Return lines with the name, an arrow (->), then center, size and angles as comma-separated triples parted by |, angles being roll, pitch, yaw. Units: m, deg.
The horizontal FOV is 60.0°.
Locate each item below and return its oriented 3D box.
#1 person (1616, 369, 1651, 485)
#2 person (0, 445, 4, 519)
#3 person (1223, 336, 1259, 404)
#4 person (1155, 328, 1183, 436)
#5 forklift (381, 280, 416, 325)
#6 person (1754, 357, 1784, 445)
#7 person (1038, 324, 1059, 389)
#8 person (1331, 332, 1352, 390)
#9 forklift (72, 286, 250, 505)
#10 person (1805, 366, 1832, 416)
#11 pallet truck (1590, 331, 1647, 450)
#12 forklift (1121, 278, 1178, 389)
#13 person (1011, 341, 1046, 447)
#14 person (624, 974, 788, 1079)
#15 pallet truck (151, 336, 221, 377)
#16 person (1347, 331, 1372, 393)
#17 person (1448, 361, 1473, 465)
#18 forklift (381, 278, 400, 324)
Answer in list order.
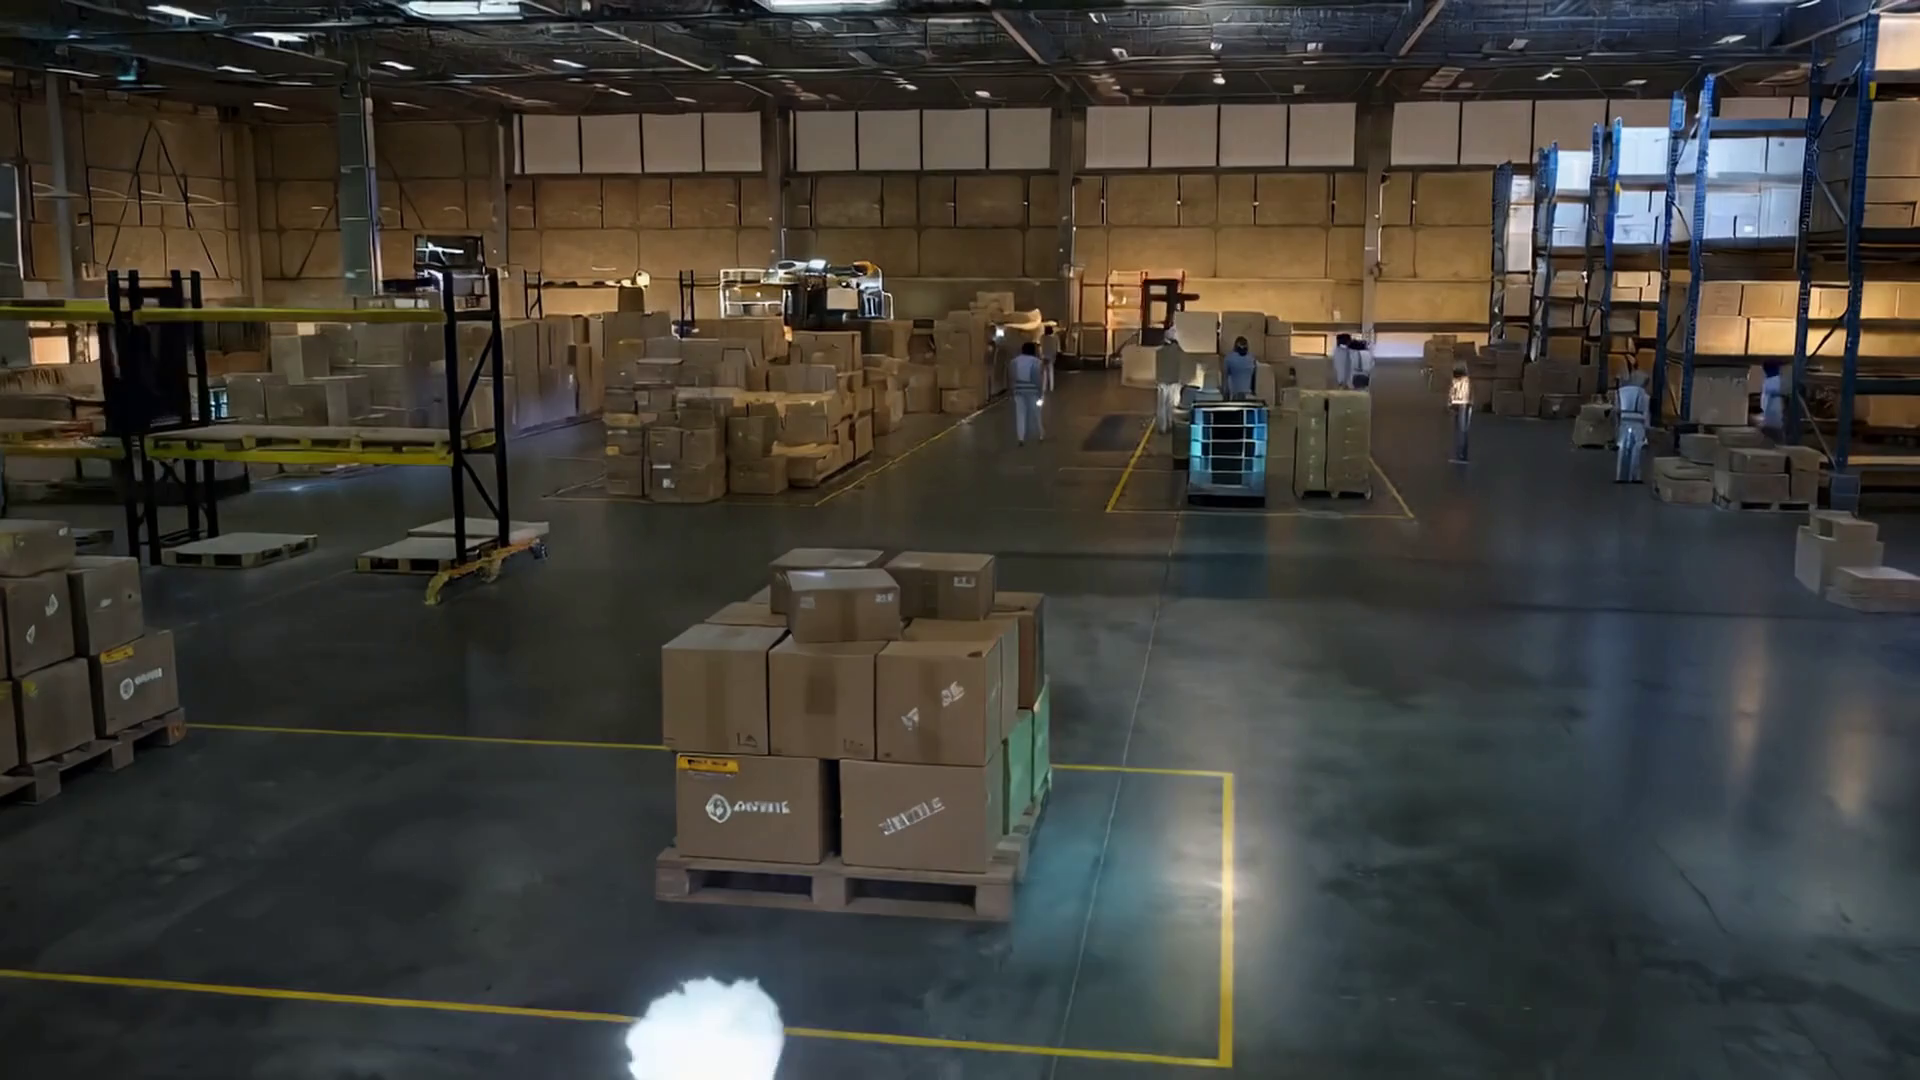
person -> 9.547, -1.598, 23.595 | 0.310, 1.636, 0.523 | -6, 11, -32
person -> -8.882, -0.307, 14.989 | 0.666, 1.846, 0.558 | 1, 9, 7
person -> 4.721, -2.453, 27.959 | 0.627, 1.934, 0.371 | -2, 9, -10
person -> 3.845, -2.895, 30.513 | 0.608, 1.988, 0.392 | -6, 11, -34
forklift -> -11.956, -4.169, 35.627 | 1.873, 2.768, 1.129 | 1, 9, 9
person -> 12.691, -2.029, 26.102 | 0.502, 1.677, 0.552 | 3, 10, 16
person -> 2.248, -4.637, 42.227 | 0.542, 1.680, 0.651 | 0, 9, -1
person -> 7.526, -3.178, 32.762 | 0.461, 1.833, 0.639 | 5, 10, 27
forklift -> -10.484, -1.914, 21.717 | 1.873, 2.768, 1.129 | 1, 9, 9
person -> 16.023, -2.947, 30.990 | 0.373, 1.934, 0.551 | -3, 10, -17
pallet truck -> 11.253, -2.573, 28.499 | 0.823, 1.965, 1.885 | 5, 10, 27
forklift -> 5.117, -5.338, 42.838 | 1.129, 2.768, 1.873 | 8, 12, 41
person -> 1.226, -2.536, 28.853 | 0.625, 1.801, 0.898 | 4, 10, 24
person -> -0.307, 1.621, 2.797 | 0.703, 1.941, 0.600 | -7, 12, -38
pallet truck -> -21.869, -5.598, 47.154 | 0.823, 1.965, 1.885 | 4, 10, 26
person -> 7.347, -2.906, 30.791 | 0.584, 1.914, 0.549 | -8, 12, -39
person -> 7.845, -1.983, 25.994 | 0.313, 1.627, 0.527 | 0, 9, 0
forklift -> -14.947, -5.514, 43.920 | 1.873, 2.768, 1.129 | -3, 10, -19
